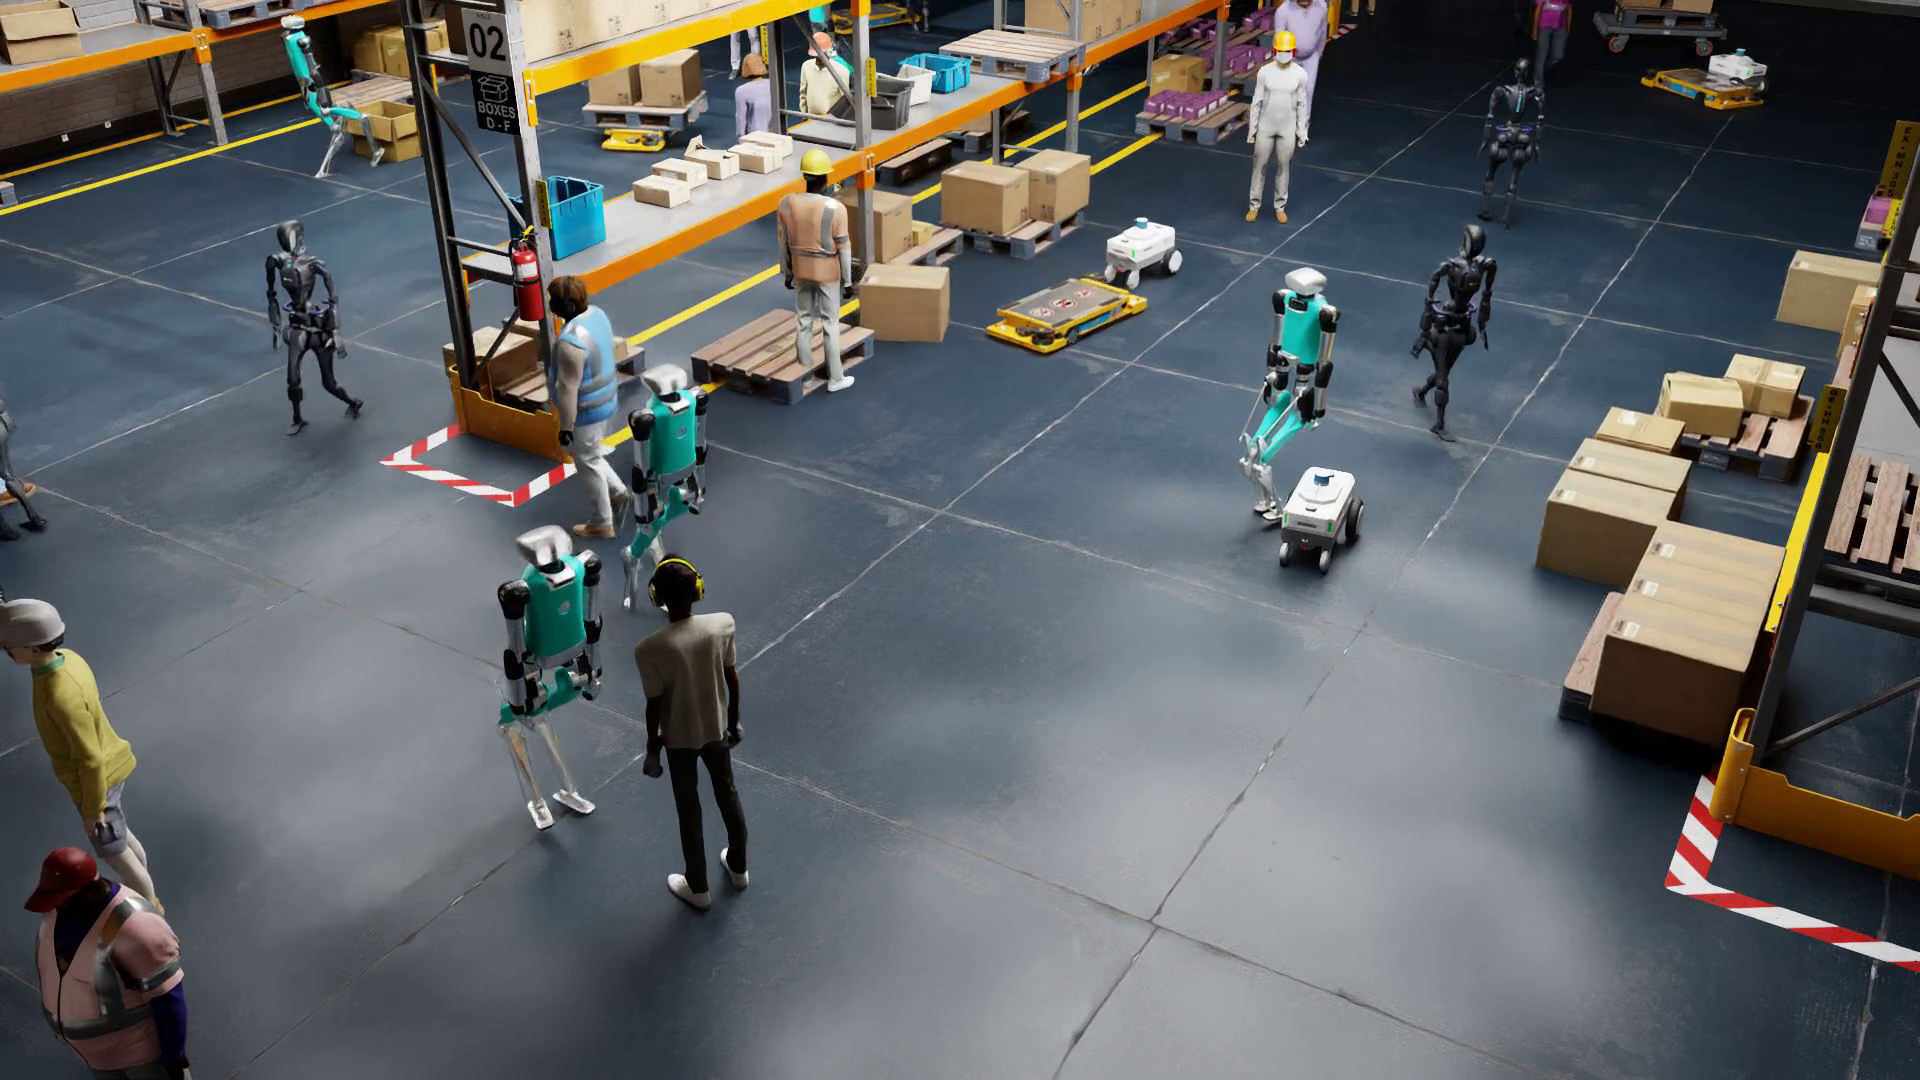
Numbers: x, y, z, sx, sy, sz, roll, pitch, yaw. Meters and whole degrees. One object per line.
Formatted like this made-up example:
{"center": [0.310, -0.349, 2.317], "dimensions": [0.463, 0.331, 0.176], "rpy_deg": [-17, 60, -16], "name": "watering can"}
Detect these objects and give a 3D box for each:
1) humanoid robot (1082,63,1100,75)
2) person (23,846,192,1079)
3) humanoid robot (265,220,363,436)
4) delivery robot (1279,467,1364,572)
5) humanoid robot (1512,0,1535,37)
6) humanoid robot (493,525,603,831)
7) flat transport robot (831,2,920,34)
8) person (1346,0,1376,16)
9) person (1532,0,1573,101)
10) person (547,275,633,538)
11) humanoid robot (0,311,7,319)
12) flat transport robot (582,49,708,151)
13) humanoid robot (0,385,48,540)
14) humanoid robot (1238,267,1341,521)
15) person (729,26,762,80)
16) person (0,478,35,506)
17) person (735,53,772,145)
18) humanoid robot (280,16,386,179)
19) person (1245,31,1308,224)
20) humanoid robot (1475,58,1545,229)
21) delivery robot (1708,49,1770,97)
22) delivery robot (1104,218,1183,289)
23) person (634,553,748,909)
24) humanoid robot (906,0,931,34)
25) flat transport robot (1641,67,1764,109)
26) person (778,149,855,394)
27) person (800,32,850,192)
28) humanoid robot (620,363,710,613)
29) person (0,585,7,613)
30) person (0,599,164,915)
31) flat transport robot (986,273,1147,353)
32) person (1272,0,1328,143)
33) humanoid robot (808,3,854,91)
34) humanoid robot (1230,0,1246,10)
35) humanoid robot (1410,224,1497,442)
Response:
{"center": [1.755, -6.951, 21.840], "dimensions": [0.556, 1.874, 0.822], "rpy_deg": [18, 34, 28], "name": "humanoid robot"}
{"center": [-3.128, 1.833, 6.194], "dimensions": [0.598, 1.751, 0.420], "rpy_deg": [11, 31, 19], "name": "person"}
{"center": [-4.829, -1.588, 12.367], "dimensions": [0.599, 1.644, 0.533], "rpy_deg": [6, 30, 10], "name": "humanoid robot"}
{"center": [2.367, -0.182, 10.986], "dimensions": [0.499, 0.607, 0.808], "rpy_deg": [12, 32, 20], "name": "delivery robot"}
{"center": [8.119, -7.980, 23.621], "dimensions": [0.609, 1.642, 0.460], "rpy_deg": [3, 30, 6], "name": "humanoid robot"}
{"center": [-2.101, 0.647, 8.251], "dimensions": [0.738, 1.738, 0.532], "rpy_deg": [25, 38, 37], "name": "humanoid robot"}
{"center": [-1.356, -7.702, 24.566], "dimensions": [1.431, 0.231, 0.659], "rpy_deg": [-21, 36, -33], "name": "flat transport robot"}
{"center": [6.113, -8.810, 25.029], "dimensions": [0.561, 1.741, 0.365], "rpy_deg": [-8, 30, -13], "name": "person"}
{"center": [7.359, -6.416, 20.689], "dimensions": [0.527, 1.838, 0.472], "rpy_deg": [-3, 30, -5], "name": "person"}
{"center": [-2.465, -0.856, 10.879], "dimensions": [0.453, 1.829, 0.631], "rpy_deg": [1, 29, 2], "name": "person"}
{"center": [-8.643, -2.627, 14.151], "dimensions": [0.359, 1.650, 0.601], "rpy_deg": [21, 35, 32], "name": "humanoid robot"}
{"center": [-3.660, -4.847, 19.516], "dimensions": [0.659, 0.231, 1.431], "rpy_deg": [4, 30, 7], "name": "flat transport robot"}
{"center": [-6.440, -0.762, 10.876], "dimensions": [0.418, 1.639, 0.596], "rpy_deg": [10, 31, 17], "name": "humanoid robot"}
{"center": [2.070, -0.898, 10.983], "dimensions": [0.682, 1.749, 0.545], "rpy_deg": [-19, 35, -30], "name": "humanoid robot"}
{"center": [-2.825, -6.948, 21.540], "dimensions": [0.487, 1.942, 0.436], "rpy_deg": [4, 30, 6], "name": "person"}
{"center": [-6.809, -1.178, 11.275], "dimensions": [0.622, 1.991, 0.394], "rpy_deg": [14, 32, 23], "name": "person"}
{"center": [-2.022, -4.085, 16.790], "dimensions": [0.503, 1.628, 0.277], "rpy_deg": [-17, 33, -27], "name": "person"}
{"center": [-6.724, -4.843, 18.039], "dimensions": [0.986, 1.757, 0.541], "rpy_deg": [-25, 38, -37], "name": "humanoid robot"}
{"center": [3.155, -4.098, 16.540], "dimensions": [0.569, 1.897, 0.359], "rpy_deg": [4, 30, 7], "name": "person"}
{"center": [5.463, -3.950, 16.506], "dimensions": [0.611, 1.640, 0.526], "rpy_deg": [4, 30, 6], "name": "humanoid robot"}
{"center": [9.875, -5.913, 21.126], "dimensions": [0.525, 0.610, 0.781], "rpy_deg": [-11, 31, -19], "name": "delivery robot"}
{"center": [1.686, -2.683, 15.411], "dimensions": [0.499, 0.608, 0.803], "rpy_deg": [23, 37, 35], "name": "delivery robot"}
{"center": [-1.247, 0.902, 7.727], "dimensions": [0.516, 1.865, 0.336], "rpy_deg": [-19, 35, -30], "name": "person"}
{"center": [-0.645, -8.139, 23.924], "dimensions": [0.597, 1.643, 0.334], "rpy_deg": [-4, 30, -7], "name": "humanoid robot"}
{"center": [9.407, -5.733, 21.084], "dimensions": [0.659, 0.231, 1.431], "rpy_deg": [-11, 31, -19], "name": "flat transport robot"}
{"center": [-1.106, -2.081, 12.941], "dimensions": [0.592, 1.922, 0.376], "rpy_deg": [11, 31, 18], "name": "person"}
{"center": [-1.402, -4.351, 17.138], "dimensions": [0.562, 1.742, 0.336], "rpy_deg": [12, 32, 20], "name": "person"}
{"center": [-1.869, -0.245, 9.989], "dimensions": [0.834, 1.877, 0.540], "rpy_deg": [24, 37, 35], "name": "humanoid robot"}
{"center": [-6.067, -0.299, 9.764], "dimensions": [0.605, 1.956, 0.395], "rpy_deg": [-15, 33, -25], "name": "person"}
{"center": [-3.875, 1.070, 7.405], "dimensions": [0.401, 1.890, 0.473], "rpy_deg": [-14, 33, -24], "name": "person"}
{"center": [0.938, -1.977, 14.438], "dimensions": [0.659, 0.231, 1.431], "rpy_deg": [24, 37, 36], "name": "flat transport robot"}
{"center": [3.902, -5.526, 19.121], "dimensions": [0.657, 1.835, 0.943], "rpy_deg": [-1, 29, -2], "name": "person"}
{"center": [-1.425, -6.021, 20.182], "dimensions": [0.829, 1.859, 0.550], "rpy_deg": [-17, 33, -27], "name": "humanoid robot"}
{"center": [4.238, -8.972, 25.378], "dimensions": [0.595, 1.654, 0.328], "rpy_deg": [16, 33, 26], "name": "humanoid robot"}
{"center": [3.651, -1.610, 12.434], "dimensions": [0.613, 1.633, 0.790], "rpy_deg": [-8, 31, -14], "name": "humanoid robot"}
